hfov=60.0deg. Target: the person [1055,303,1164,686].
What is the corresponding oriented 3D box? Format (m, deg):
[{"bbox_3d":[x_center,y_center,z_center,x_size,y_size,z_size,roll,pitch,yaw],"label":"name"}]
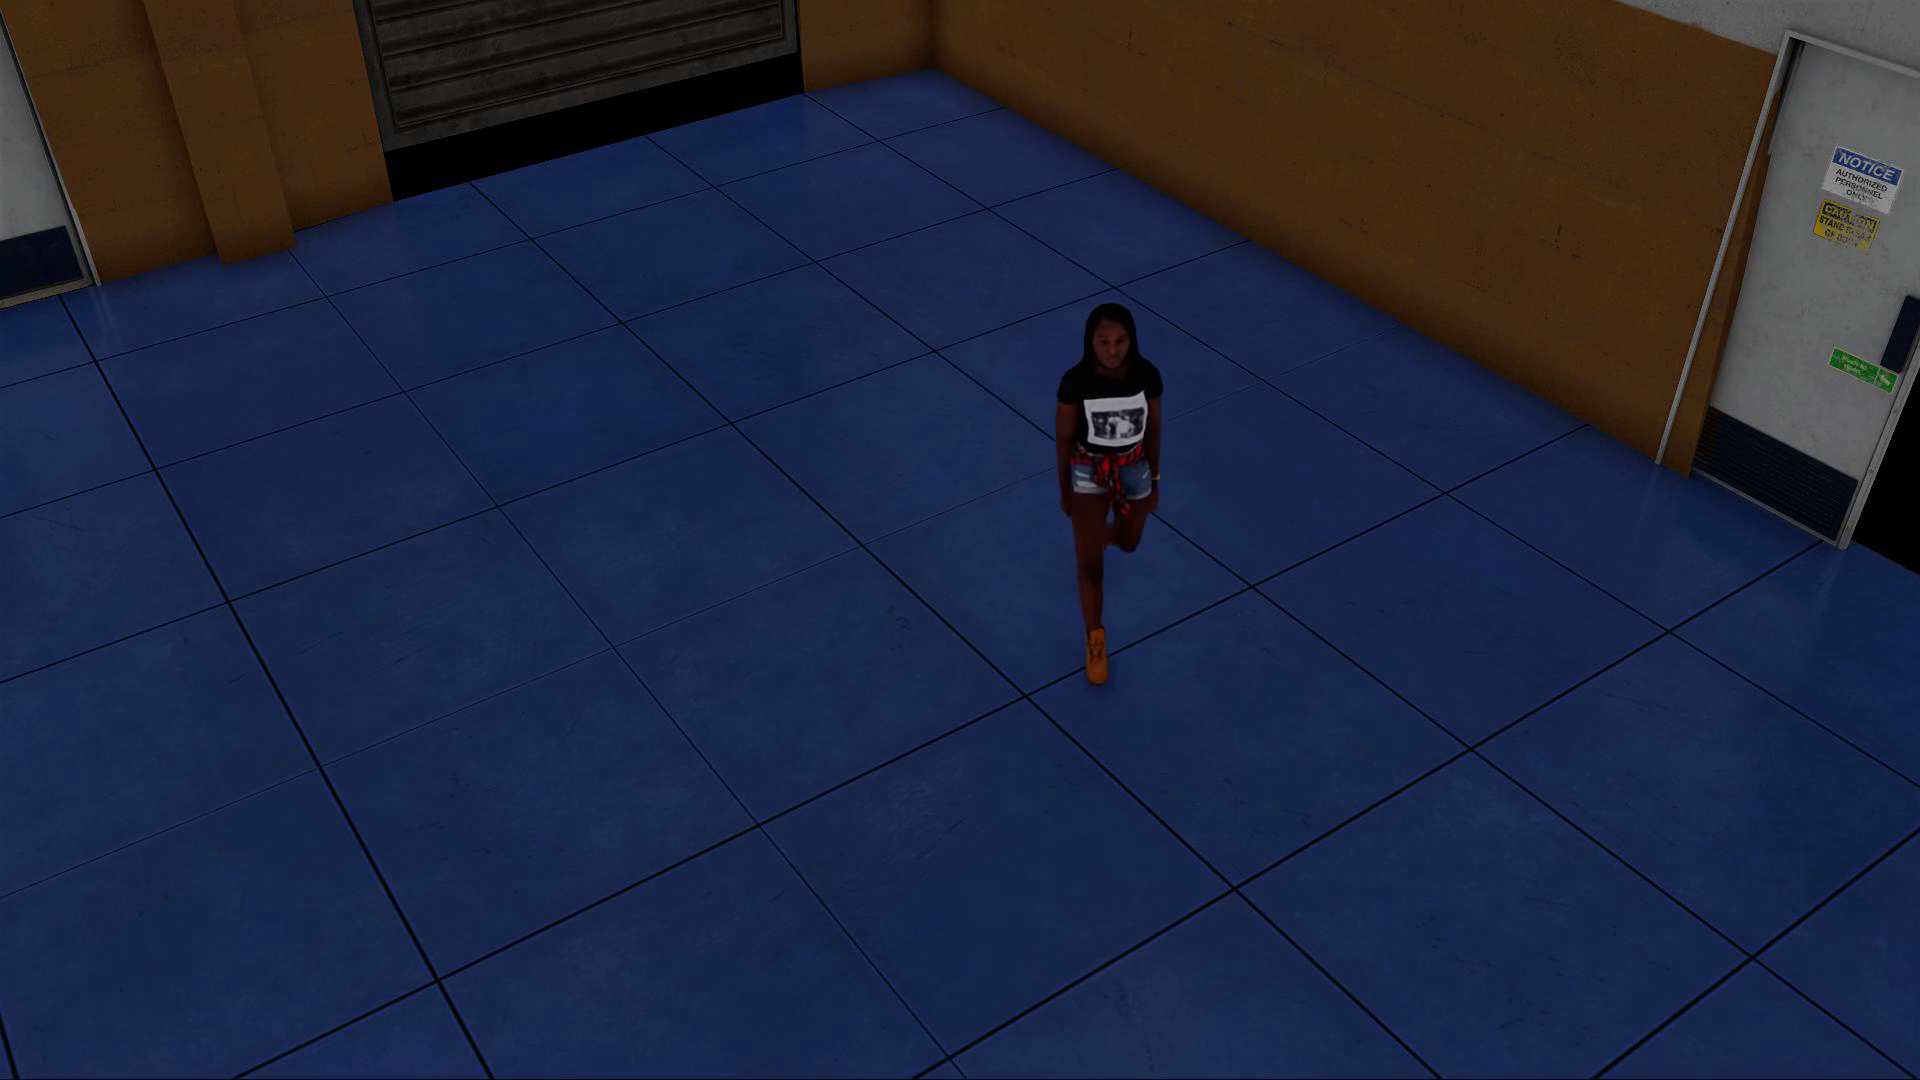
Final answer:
[{"bbox_3d":[0.617,-0.274,7.094,1.089,1.703,0.950,-6,37,-8],"label":"person"}]
